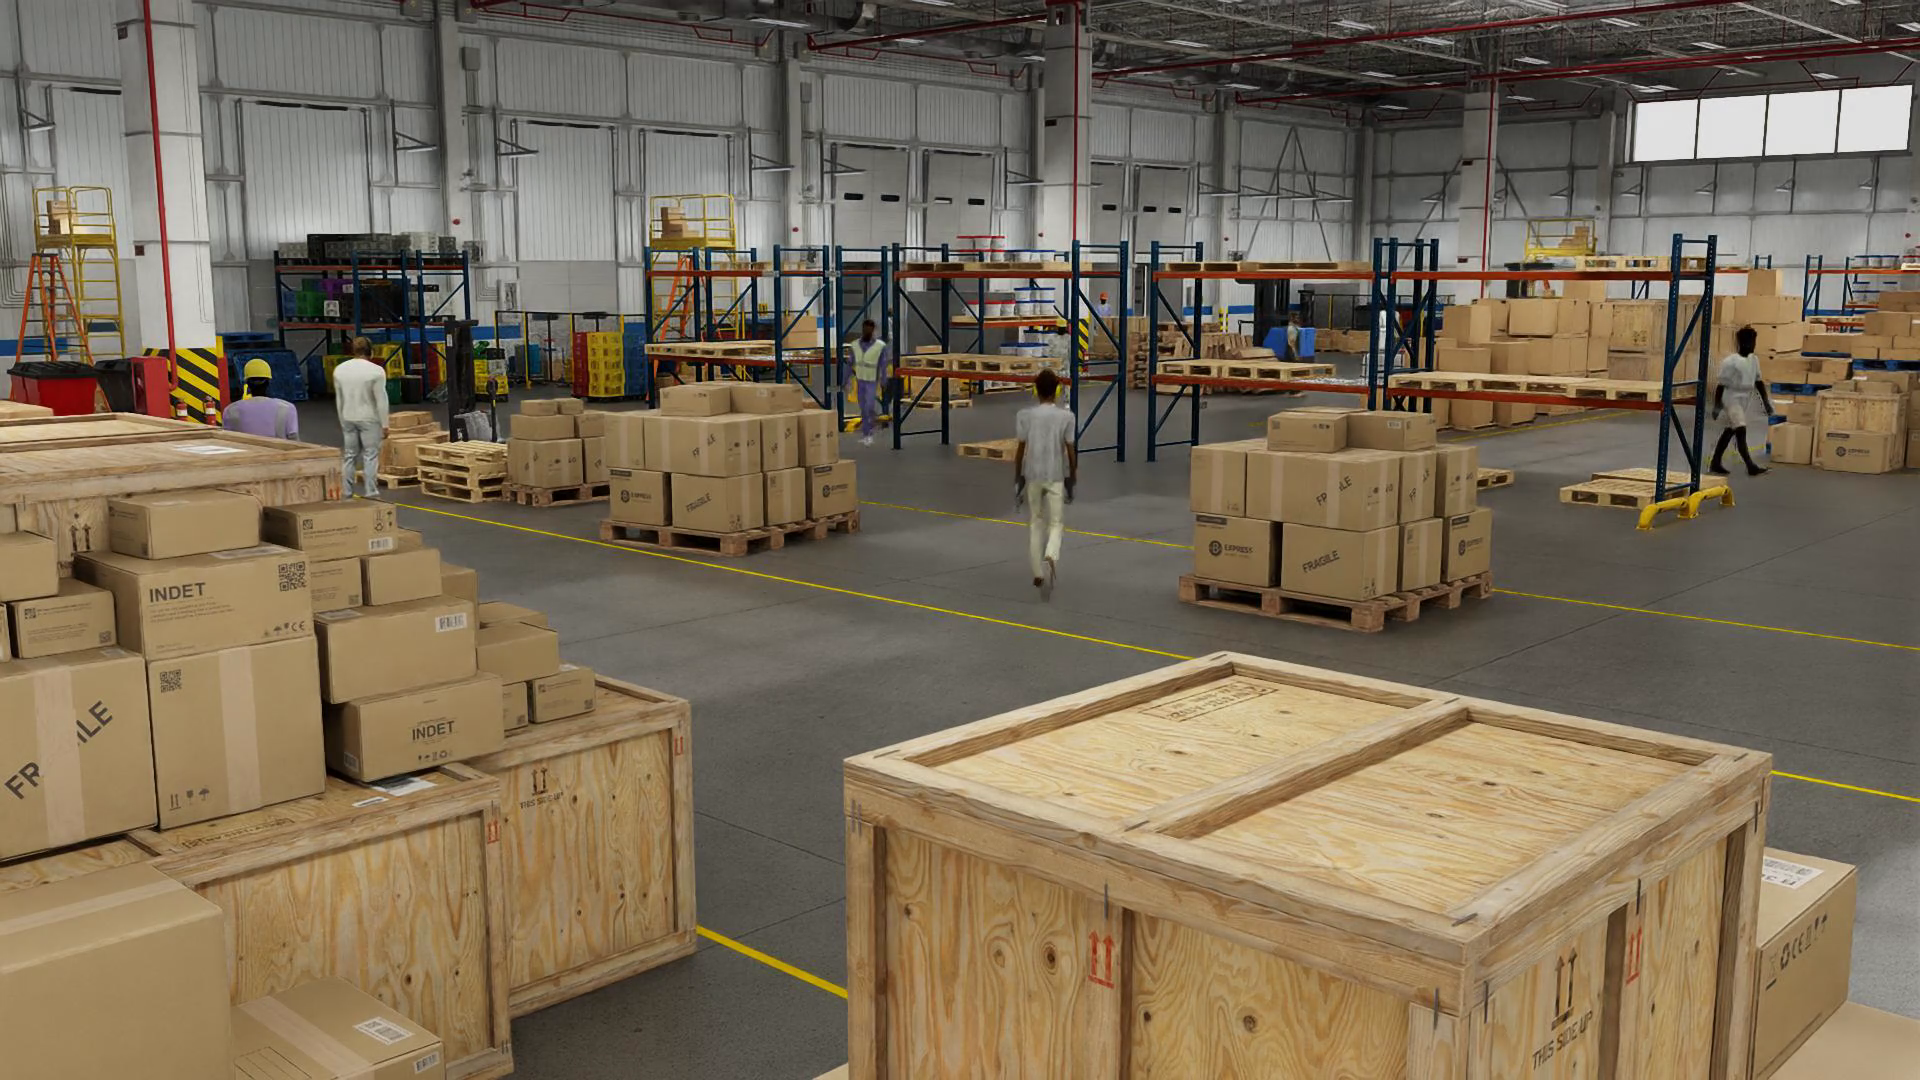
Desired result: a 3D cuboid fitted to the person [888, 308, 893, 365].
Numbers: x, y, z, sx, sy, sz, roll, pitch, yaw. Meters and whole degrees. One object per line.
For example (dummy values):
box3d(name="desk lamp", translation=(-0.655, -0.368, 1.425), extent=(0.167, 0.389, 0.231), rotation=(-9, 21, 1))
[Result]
box3d(name="person", translation=(-1.866, -5.303, 43.882), extent=(0.314, 1.634, 0.515), rotation=(2, 10, 15))

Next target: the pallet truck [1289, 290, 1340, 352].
box3d(name="pallet truck", translation=(11.297, -6.951, 52.861), extent=(1.885, 1.965, 0.823), rotation=(-5, 11, -29))

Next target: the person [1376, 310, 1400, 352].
box3d(name="person", translation=(11.083, -5.285, 43.051), extent=(0.617, 1.859, 0.755), rotation=(2, 9, 10))

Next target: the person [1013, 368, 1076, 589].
box3d(name="person", translation=(0.684, -0.485, 13.691), extent=(0.521, 1.855, 0.601), rotation=(2, 9, 10))

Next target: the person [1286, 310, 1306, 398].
box3d(name="person", translation=(6.920, -3.834, 34.303), extent=(0.363, 1.820, 0.568), rotation=(5, 10, 28))

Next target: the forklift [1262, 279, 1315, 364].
box3d(name="forklift", translation=(8.555, -6.090, 44.881), extent=(1.873, 2.768, 1.129), rotation=(9, 13, 43))

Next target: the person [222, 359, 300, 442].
box3d(name="person", translation=(-5.762, -0.536, 13.783), extent=(0.585, 1.918, 0.393), rotation=(-2, 9, -12))

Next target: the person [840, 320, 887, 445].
box3d(name="person", translation=(-1.460, -2.383, 25.198), extent=(0.653, 1.887, 0.643), rotation=(4, 10, 25))

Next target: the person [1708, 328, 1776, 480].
box3d(name="person", translation=(9.938, -1.725, 21.077), extent=(0.619, 1.907, 1.015), rotation=(-6, 11, -33))

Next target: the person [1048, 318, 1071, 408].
box3d(name="person", translation=(1.904, -3.318, 31.401), extent=(0.487, 1.738, 0.321), rotation=(1, 9, 8))

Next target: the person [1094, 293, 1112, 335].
box3d(name="person", translation=(4.407, -6.667, 51.343), extent=(0.543, 1.929, 0.384), rotation=(0, 9, 3))

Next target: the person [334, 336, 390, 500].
box3d(name="person", translation=(-6.607, -1.293, 18.425), extent=(0.645, 1.927, 0.389), rotation=(2, 10, 14))

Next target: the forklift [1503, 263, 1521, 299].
box3d(name="forklift", translation=(15.325, -6.319, 46.287), extent=(1.873, 2.768, 1.129), rotation=(2, 10, 15))

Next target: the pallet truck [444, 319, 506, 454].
box3d(name="pallet truck", translation=(-6.981, -1.942, 22.150), extent=(1.885, 1.965, 0.823), rotation=(1, 9, 9))
